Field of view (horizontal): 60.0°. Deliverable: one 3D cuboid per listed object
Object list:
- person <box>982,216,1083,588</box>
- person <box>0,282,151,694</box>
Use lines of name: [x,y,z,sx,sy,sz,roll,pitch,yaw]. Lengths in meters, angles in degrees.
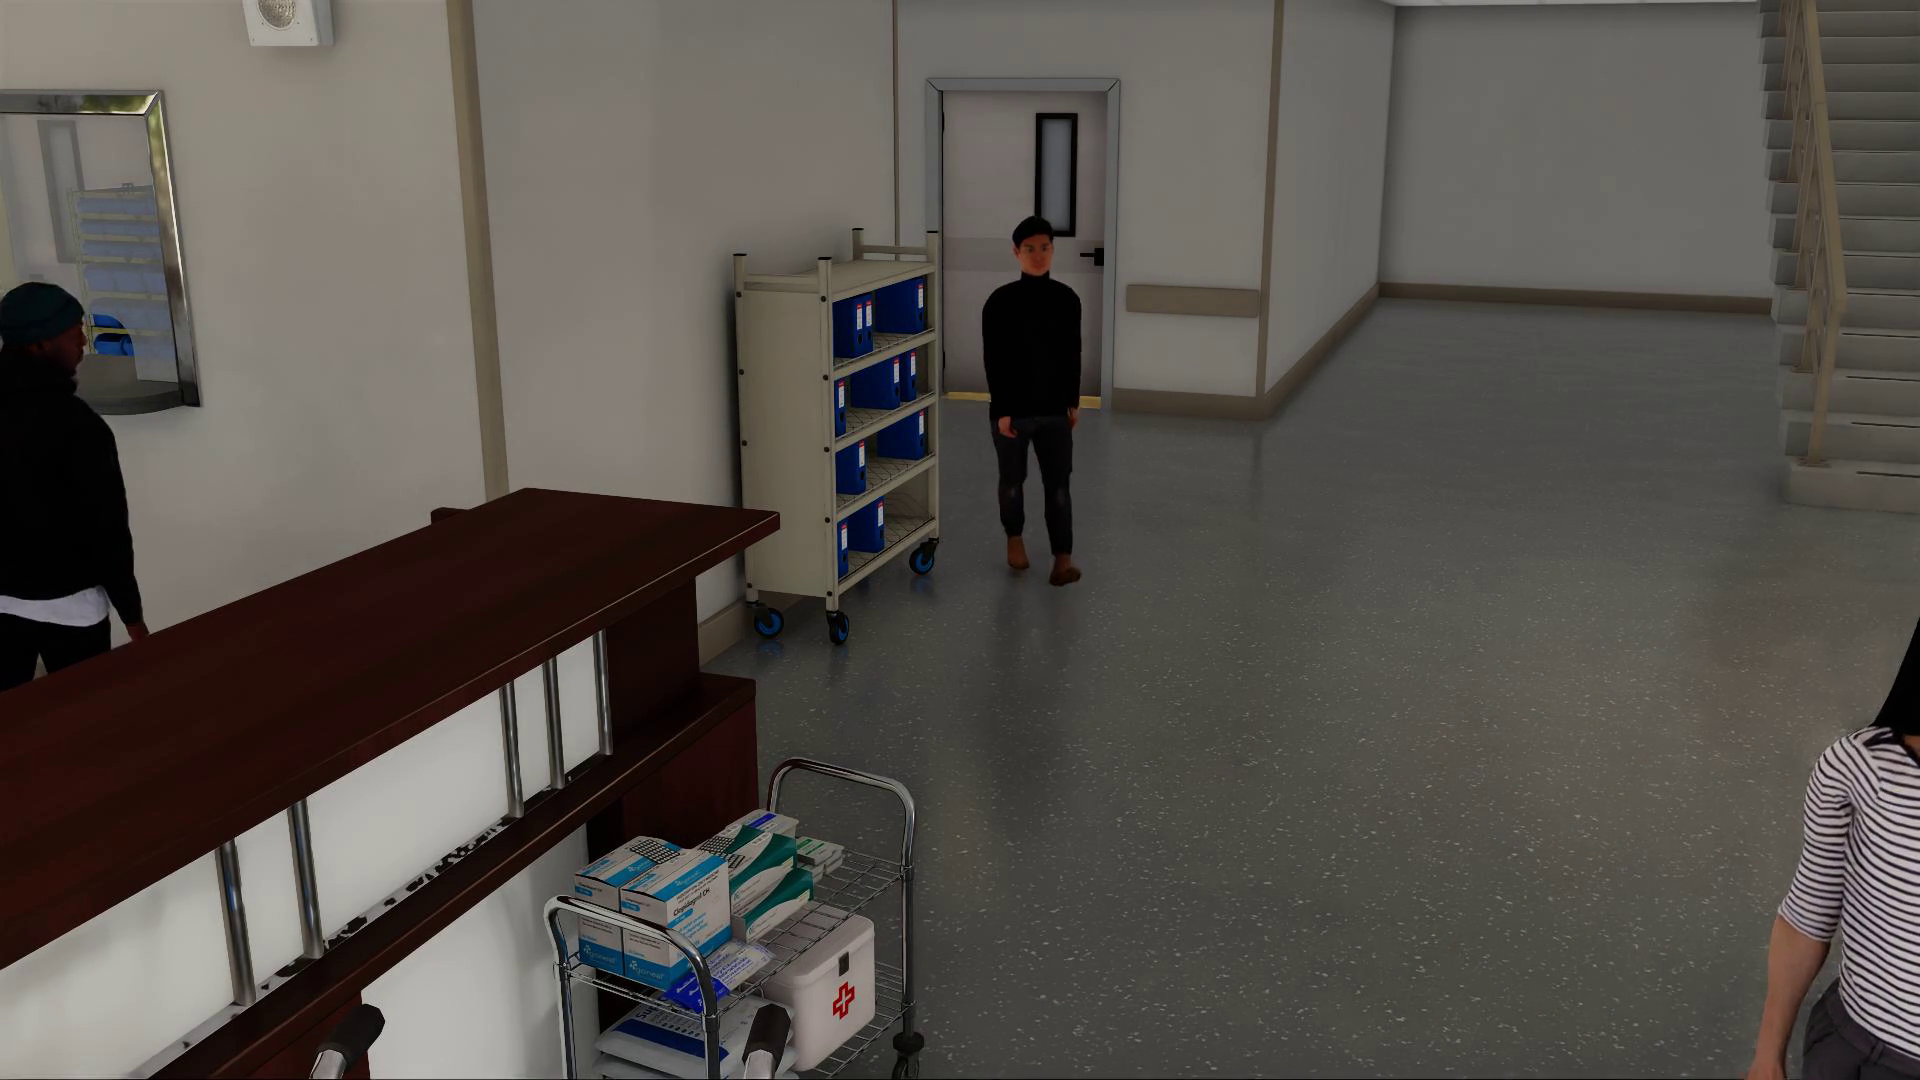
person: [0.309,-0.643,7.805,0.977,1.687,1.181,-3,16,-11]
person: [-2.646,0.191,4.680,0.879,1.777,0.658,0,16,0]
